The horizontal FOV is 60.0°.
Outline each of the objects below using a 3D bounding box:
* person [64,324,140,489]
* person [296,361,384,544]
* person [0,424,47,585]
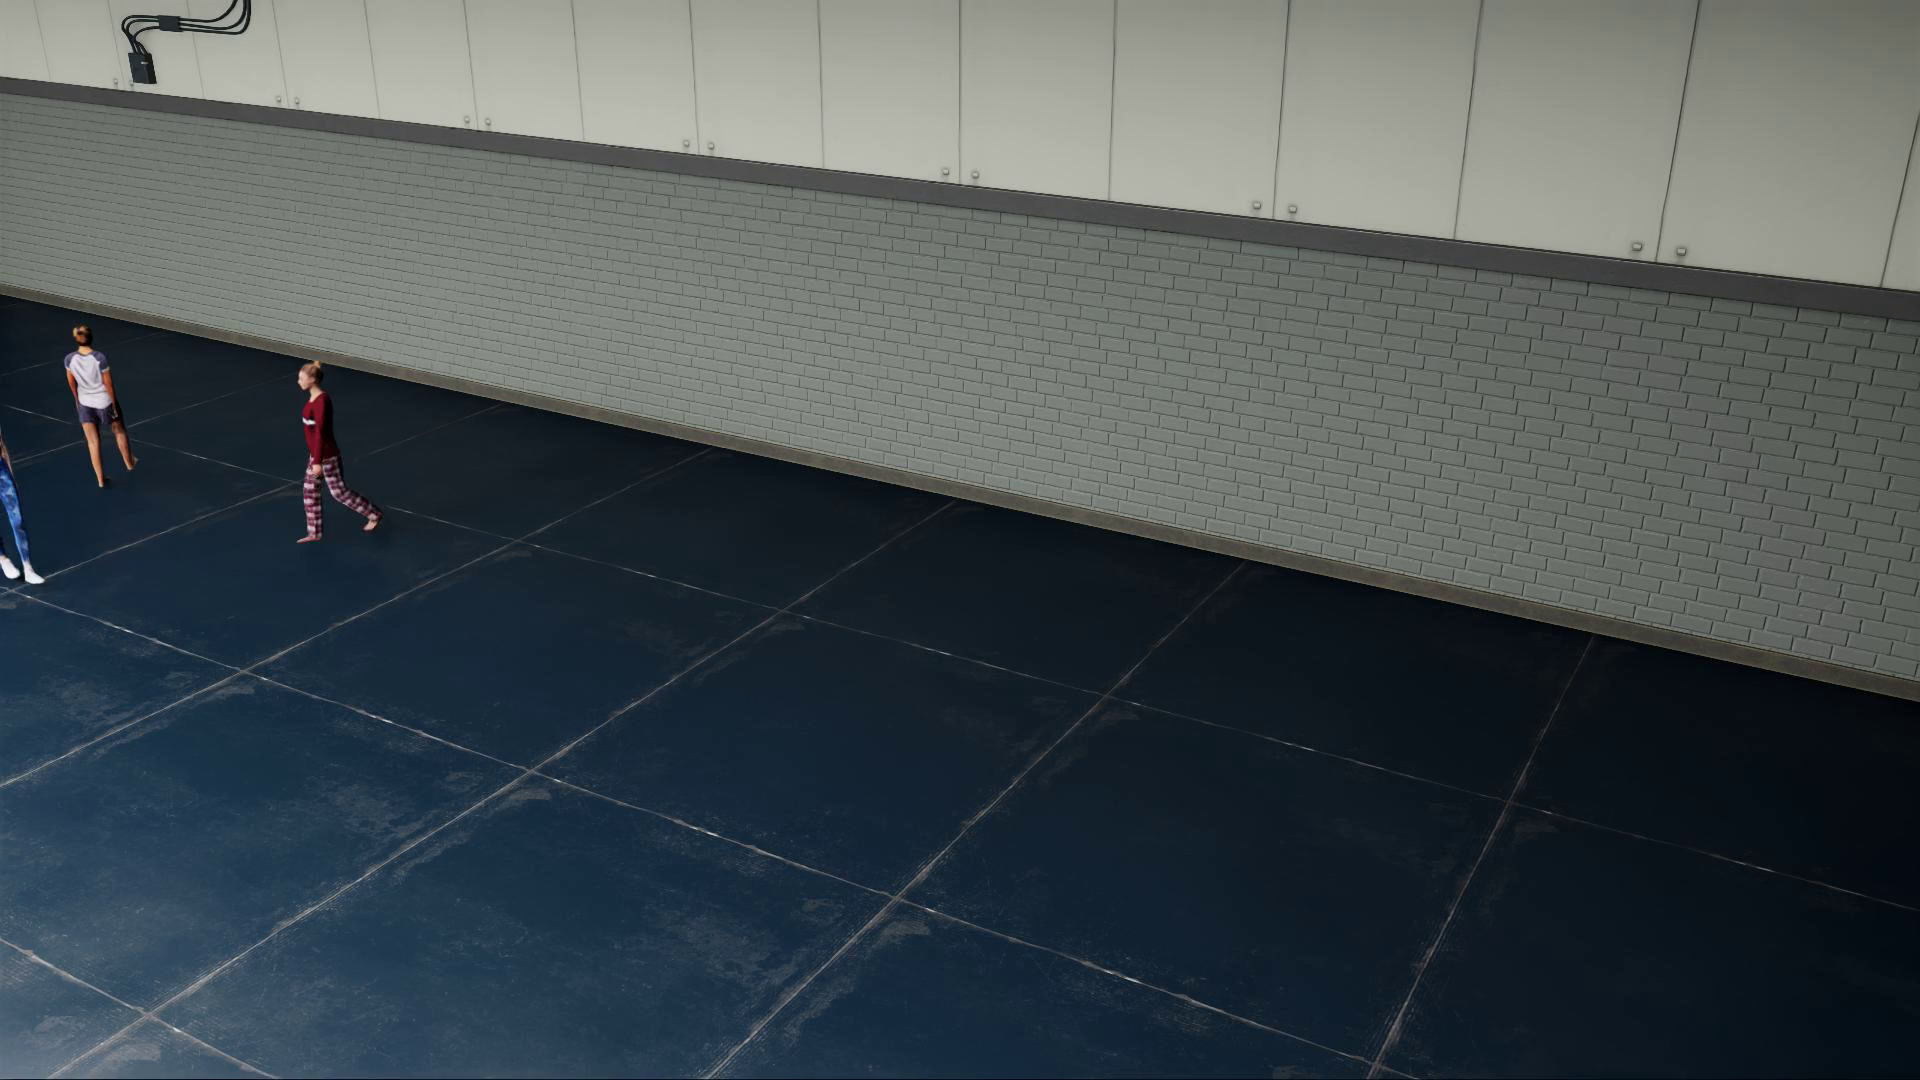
[{"bbox_3d":[-8.497,-1.287,16.345,0.899,1.595,0.980,-4,23,-10],"label":"person"},{"bbox_3d":[-5.674,-0.781,15.064,1.119,1.666,0.911,-15,27,-32],"label":"person"},{"bbox_3d":[-8.319,-0.478,14.224,0.786,1.765,0.903,20,30,39],"label":"person"}]
